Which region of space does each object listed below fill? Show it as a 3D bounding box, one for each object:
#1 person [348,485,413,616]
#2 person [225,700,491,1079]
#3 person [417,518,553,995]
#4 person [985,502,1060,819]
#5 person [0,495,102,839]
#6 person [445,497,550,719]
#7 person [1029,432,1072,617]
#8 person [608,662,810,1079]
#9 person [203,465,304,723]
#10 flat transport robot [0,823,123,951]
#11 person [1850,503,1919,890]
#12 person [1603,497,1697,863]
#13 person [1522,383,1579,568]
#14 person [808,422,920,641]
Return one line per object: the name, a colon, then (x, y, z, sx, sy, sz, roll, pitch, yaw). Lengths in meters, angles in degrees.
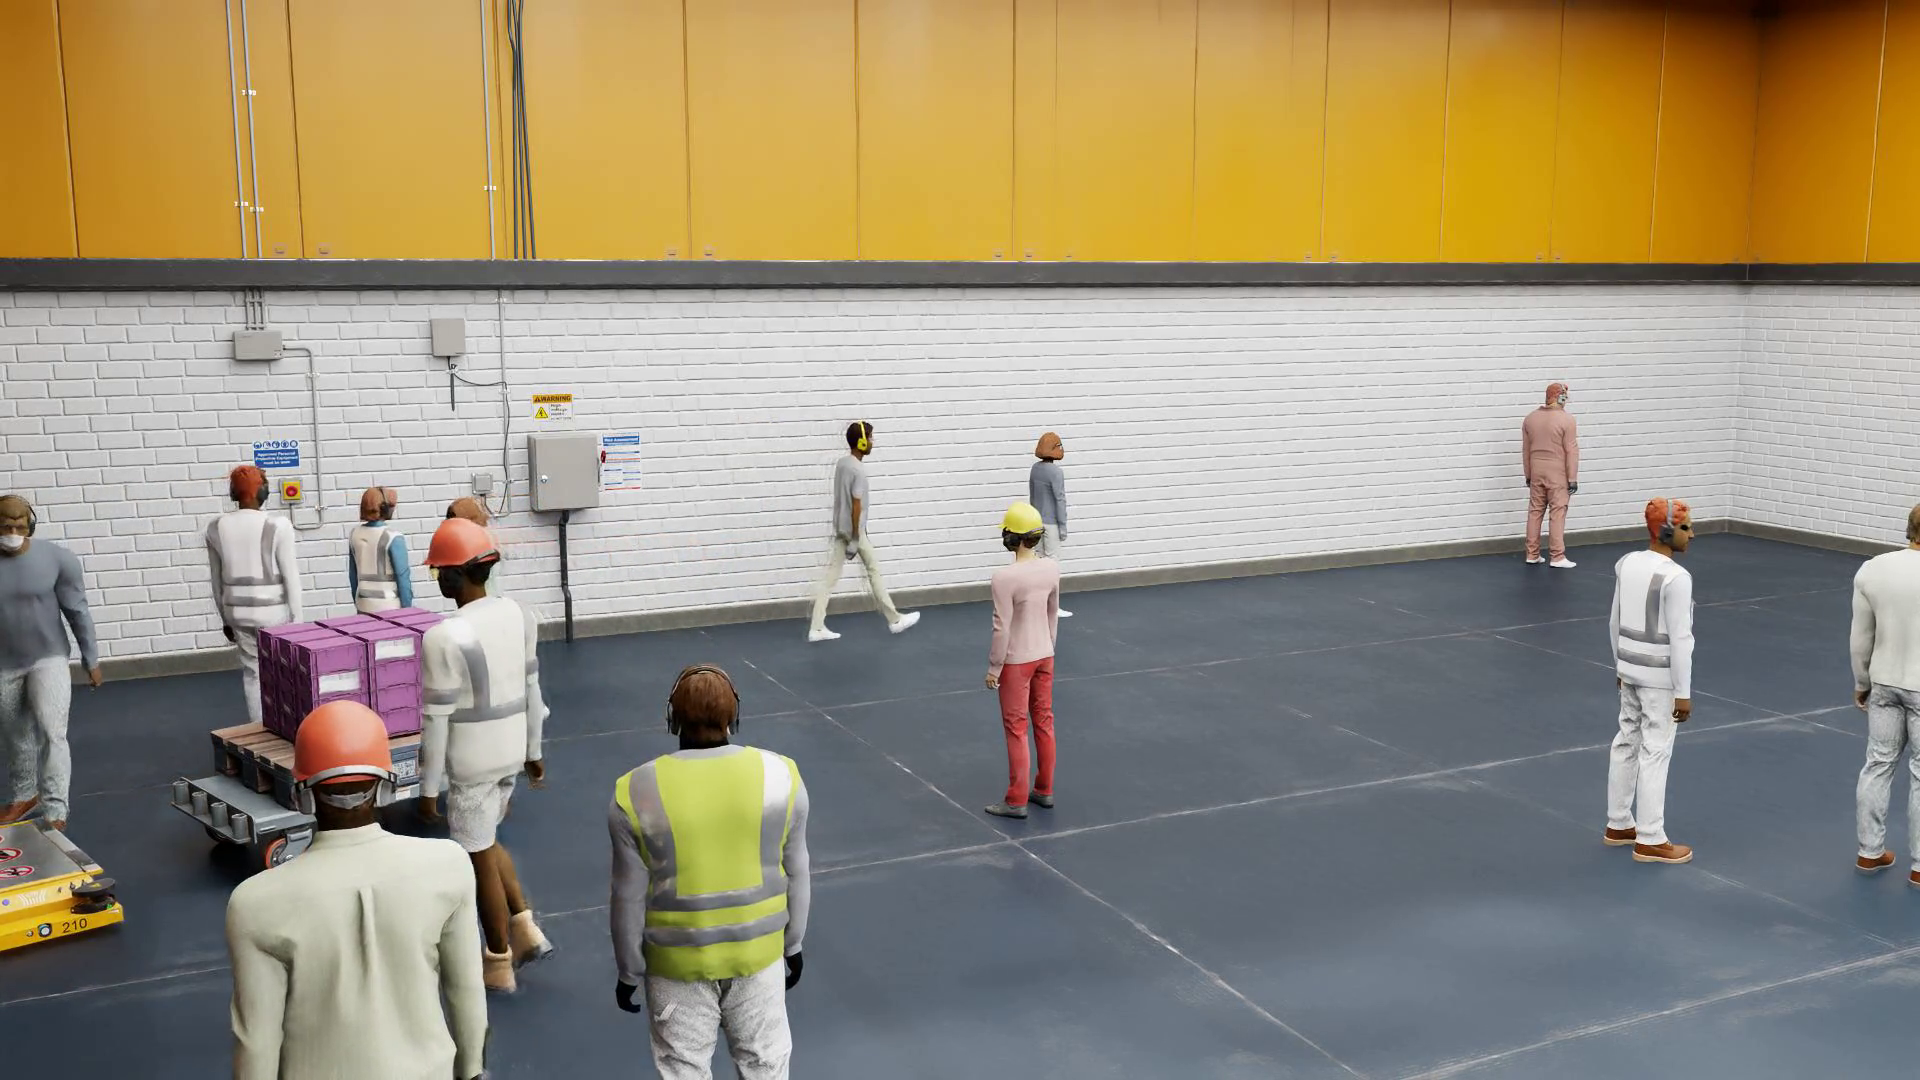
person: (-3.801, 0.461, 10.951, 0.522, 1.638, 0.310, 5, 11, 30)
person: (-1.489, 1.379, 4.156, 0.623, 1.992, 0.396, -7, 11, -36)
person: (-2.016, 0.914, 6.925, 0.418, 2.028, 0.637, 3, 10, 21)
person: (0.347, 0.666, 9.275, 0.305, 1.772, 0.527, 8, 12, 42)
person: (-4.986, 0.685, 8.840, 0.707, 1.869, 1.044, -3, 10, -18)
person: (-3.094, 0.496, 10.876, 0.785, 1.592, 0.500, -8, 12, -41)
person: (0.790, -0.137, 14.669, 0.276, 1.636, 0.507, -5, 10, -28)
person: (-0.774, 1.289, 5.186, 0.621, 1.845, 0.430, -3, 10, -17)
person: (-4.293, 0.468, 10.185, 0.601, 1.866, 0.427, 0, 9, 3)
flat transport robot: (-4.582, 1.625, 7.963, 0.652, 0.197, 1.431, -8, 12, -42)
person: (4.722, 0.753, 8.238, 0.374, 1.933, 0.627, -5, 11, -30)
person: (3.587, 0.717, 8.608, 0.341, 1.881, 0.587, -2, 9, -11)
person: (6.101, -0.665, 17.131, 0.407, 1.902, 0.639, -6, 11, -33)
person: (-0.837, -0.073, 13.778, 1.025, 1.801, 0.501, -6, 11, -33)
